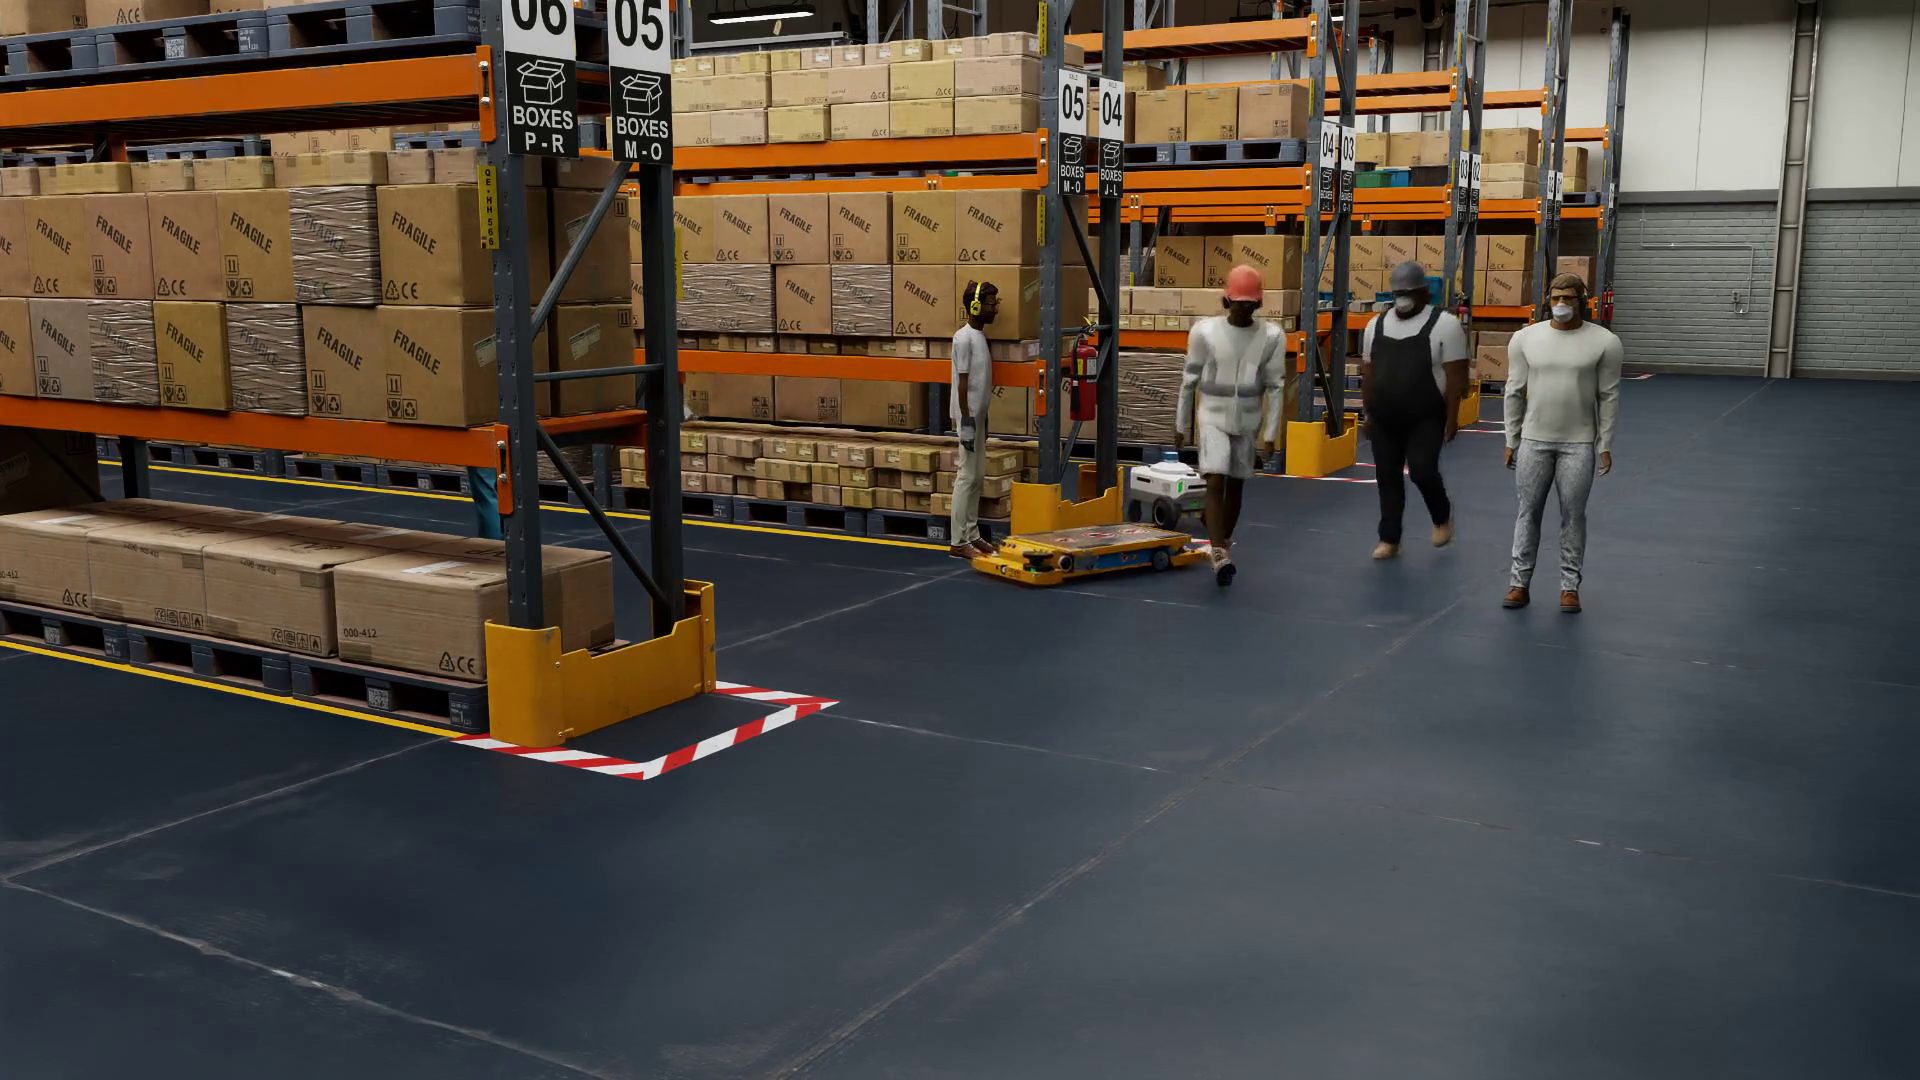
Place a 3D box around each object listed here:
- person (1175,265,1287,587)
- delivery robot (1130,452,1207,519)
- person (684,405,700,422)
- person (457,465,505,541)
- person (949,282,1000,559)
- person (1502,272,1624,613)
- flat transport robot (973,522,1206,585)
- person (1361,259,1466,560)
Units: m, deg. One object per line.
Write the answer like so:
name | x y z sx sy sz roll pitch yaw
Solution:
person | 1.685 -0.704 10.287 0.637 1.973 1.065 0 10 1
delivery robot | 1.584 -0.418 12.484 0.477 0.478 0.707 -5 11 -27
person | -3.104 -1.976 17.912 0.716 1.917 0.636 6 11 31
person | -2.963 -0.657 10.399 0.390 1.846 0.565 2 10 10
person | 0.104 -0.797 11.193 0.333 1.860 0.509 3 10 15
person | 3.428 -0.553 9.520 0.629 1.940 0.378 5 11 26
flat transport robot | 0.847 0.072 10.737 1.431 0.197 0.652 -7 12 -35
person | 3.015 -0.883 11.152 0.703 2.000 0.661 8 13 40
